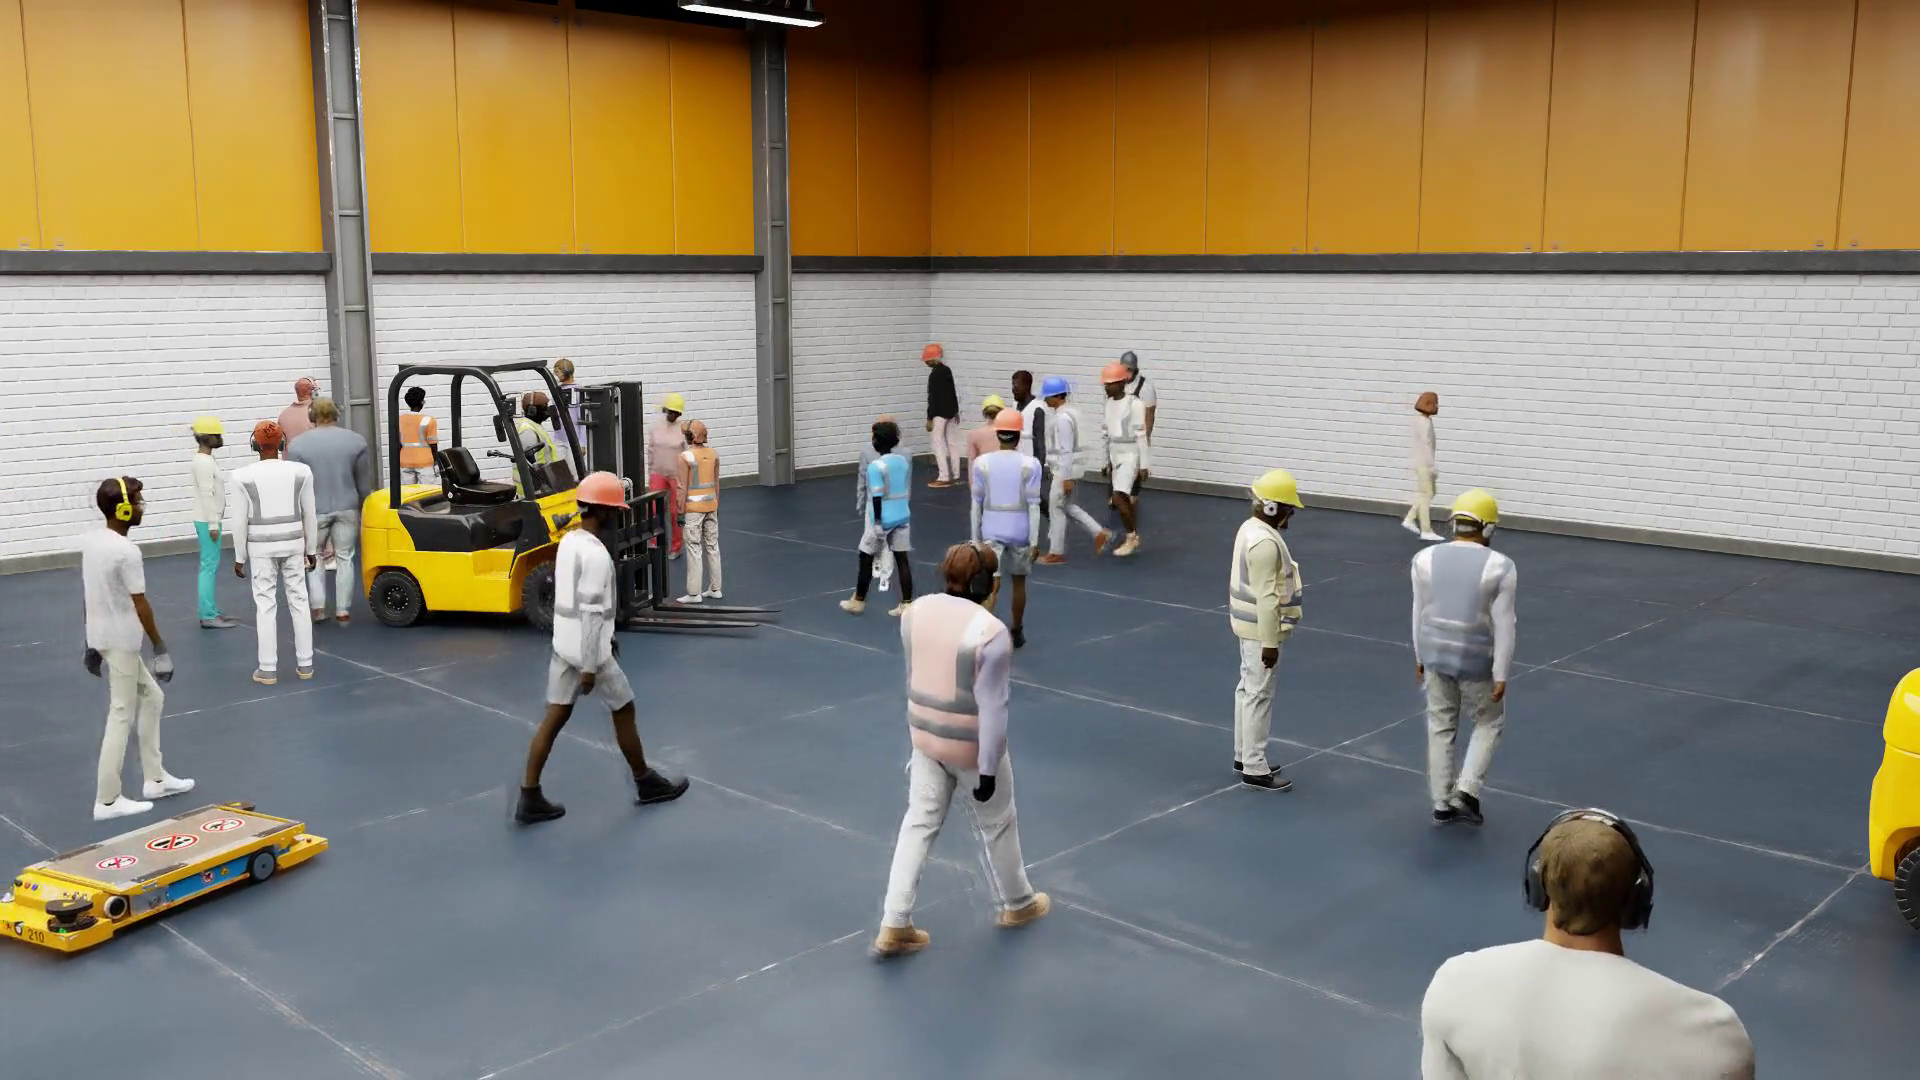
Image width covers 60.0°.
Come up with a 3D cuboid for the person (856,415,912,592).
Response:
[{"bbox_3d":[-0.691,-0.357,15.381,0.521,1.615,0.509,1,9,6],"label":"person"}]

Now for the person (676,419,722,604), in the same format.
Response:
[{"bbox_3d":[-2.312,-0.255,14.728,0.312,1.632,0.518,6,11,33],"label":"person"}]

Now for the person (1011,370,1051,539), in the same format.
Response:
[{"bbox_3d":[0.802,-0.871,17.718,0.658,1.894,0.637,-4,10,-22],"label":"person"}]

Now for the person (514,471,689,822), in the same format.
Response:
[{"bbox_3d":[-1.990,0.572,8.934,0.985,1.882,0.548,-7,12,-37],"label":"person"}]

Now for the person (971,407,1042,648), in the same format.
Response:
[{"bbox_3d":[0.338,-0.054,12.658,0.550,1.913,0.866,2,10,13],"label":"person"}]

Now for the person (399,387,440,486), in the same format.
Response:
[{"bbox_3d":[-5.854,-0.810,17.962,0.530,1.689,0.321,3,10,18],"label":"person"}]

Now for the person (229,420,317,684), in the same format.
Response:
[{"bbox_3d":[-4.882,0.086,11.871,0.577,1.883,0.353,-7,11,-35],"label":"person"}]

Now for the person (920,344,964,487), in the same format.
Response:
[{"bbox_3d":[-0.222,-1.692,22.604,0.430,1.951,0.792,5,10,26],"label":"person"}]

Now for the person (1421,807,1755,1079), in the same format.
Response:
[{"bbox_3d":[1.272,1.462,3.403,0.638,1.916,0.789,8,12,40],"label":"person"}]

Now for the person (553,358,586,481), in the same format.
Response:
[{"bbox_3d":[-4.472,-1.120,19.108,0.371,1.935,0.629,-9,13,-44],"label":"person"}]

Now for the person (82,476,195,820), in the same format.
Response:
[{"bbox_3d":[-4.447,0.568,9.035,0.554,1.842,0.742,8,12,40],"label":"person"}]

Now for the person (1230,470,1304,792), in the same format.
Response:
[{"bbox_3d":[1.742,0.507,9.477,0.404,1.818,0.600,0,9,2],"label":"person"}]

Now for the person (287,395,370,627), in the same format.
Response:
[{"bbox_3d":[-5.200,-0.242,13.747,0.645,1.920,0.524,-5,10,-27],"label":"person"}]

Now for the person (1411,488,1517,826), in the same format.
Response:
[{"bbox_3d":[2.645,0.628,8.760,0.586,1.809,0.425,7,11,36],"label":"person"}]

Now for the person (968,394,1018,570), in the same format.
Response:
[{"bbox_3d":[0.302,-0.537,16.123,0.531,1.742,0.617,3,10,18],"label":"person"}]

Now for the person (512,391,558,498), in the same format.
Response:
[{"bbox_3d":[-3.874,-0.443,15.240,0.430,1.844,0.624,-2,9,-10],"label":"person"}]

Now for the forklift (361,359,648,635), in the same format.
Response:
[{"bbox_3d":[-3.850,-0.407,13.936,2.313,2.155,1.214,2,9,11],"label":"forklift"}]

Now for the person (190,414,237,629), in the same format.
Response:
[{"bbox_3d":[-6.158,-0.157,13.720,0.331,1.765,0.533,-4,10,-25],"label":"person"}]

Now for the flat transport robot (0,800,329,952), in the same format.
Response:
[{"bbox_3d":[-3.776,1.545,7.849,0.652,0.197,1.431,5,10,26],"label":"flat transport robot"}]

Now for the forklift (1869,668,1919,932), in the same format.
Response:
[{"bbox_3d":[5.205,0.723,7.013,2.313,2.155,1.214,9,13,43],"label":"forklift"}]

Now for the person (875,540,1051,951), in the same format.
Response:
[{"bbox_3d":[-0.003,0.886,7.254,0.623,1.799,0.945,8,12,40],"label":"person"}]

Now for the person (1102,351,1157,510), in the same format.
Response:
[{"bbox_3d":[2.070,-1.396,20.470,0.691,2.000,1.092,3,10,16],"label":"person"}]

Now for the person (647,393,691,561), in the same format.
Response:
[{"bbox_3d":[-2.885,-0.616,16.622,0.553,1.719,0.617,1,9,8],"label":"person"}]

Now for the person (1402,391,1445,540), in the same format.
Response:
[{"bbox_3d":[5.098,-0.804,18.106,0.392,1.629,0.522,2,10,13],"label":"person"}]

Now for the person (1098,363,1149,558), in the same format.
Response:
[{"bbox_3d":[1.663,-0.799,16.938,0.601,2.002,0.644,-5,11,-29],"label":"person"}]

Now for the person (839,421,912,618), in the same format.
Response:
[{"bbox_3d":[-0.694,-0.173,14.098,0.772,1.666,0.544,7,12,38],"label":"person"}]

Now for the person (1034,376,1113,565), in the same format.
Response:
[{"bbox_3d":[1.123,-0.678,16.495,0.710,1.905,0.657,1,9,7],"label":"person"}]

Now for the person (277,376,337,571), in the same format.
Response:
[{"bbox_3d":[-6.314,-0.644,16.257,0.645,1.913,0.409,4,10,22],"label":"person"}]
